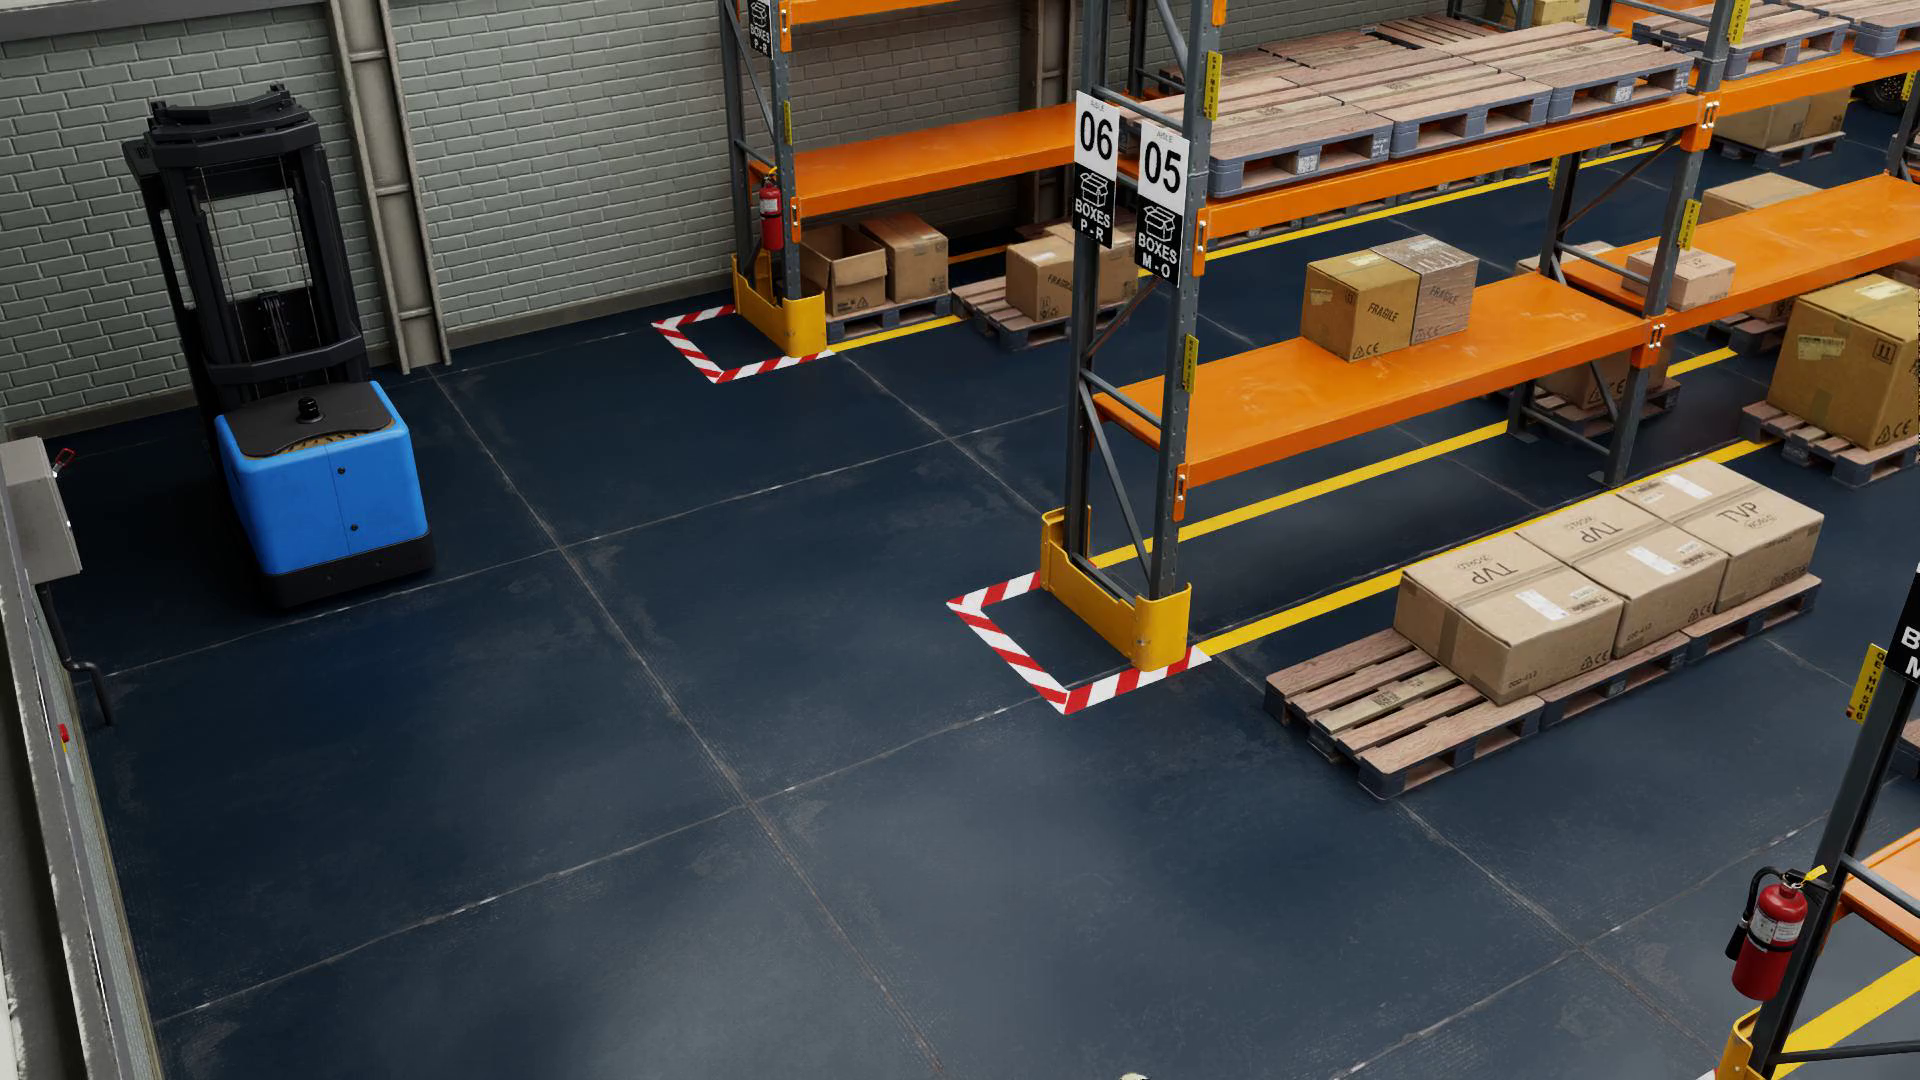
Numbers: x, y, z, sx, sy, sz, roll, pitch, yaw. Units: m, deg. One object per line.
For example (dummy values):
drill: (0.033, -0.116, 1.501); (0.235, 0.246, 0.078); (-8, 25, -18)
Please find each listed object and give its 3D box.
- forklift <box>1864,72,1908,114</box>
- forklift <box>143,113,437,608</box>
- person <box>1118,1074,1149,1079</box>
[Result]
forklift: (11.468, -5.645, 18.244); (1.214, 2.155, 2.313); (-17, 36, -26)
forklift: (-4.289, -1.259, 10.509); (1.129, 2.768, 1.873); (-17, 36, -26)
person: (0.531, 2.403, 5.602); (0.593, 1.796, 0.386); (-1, 32, -1)
